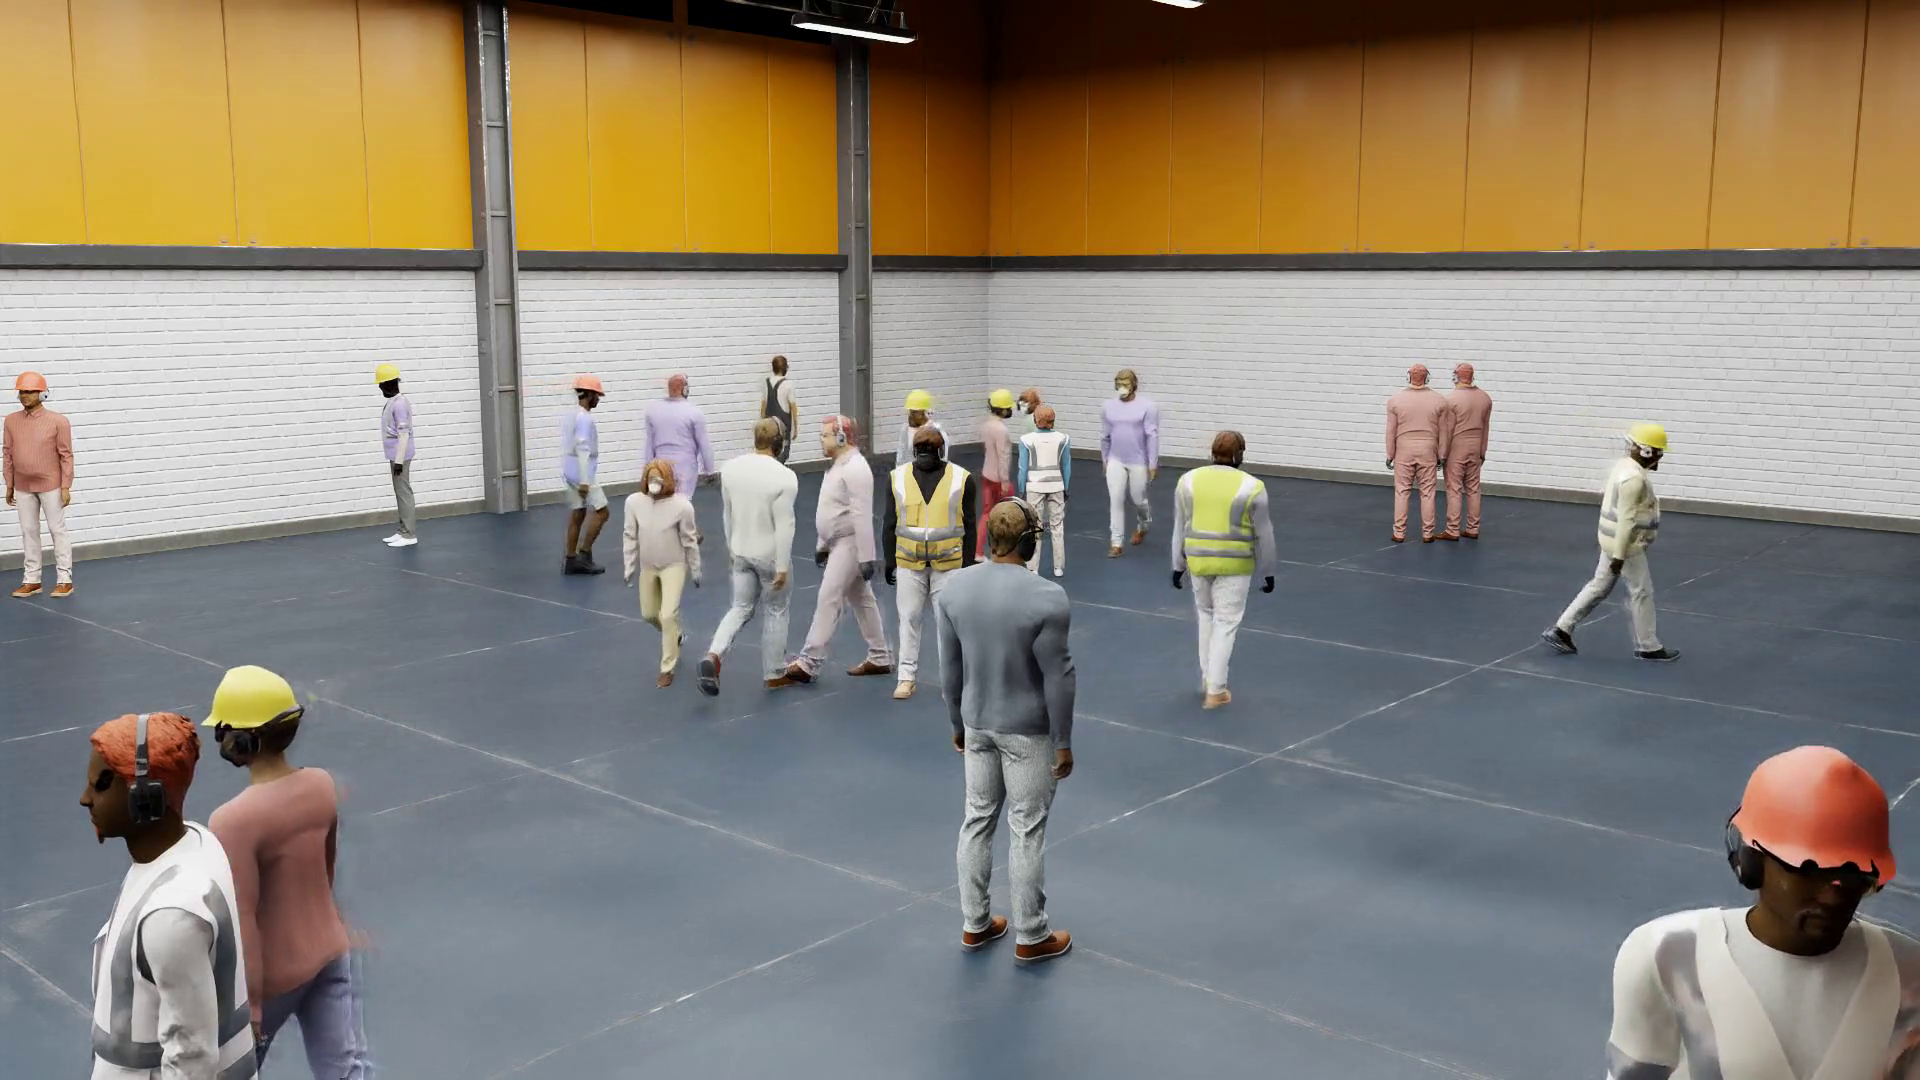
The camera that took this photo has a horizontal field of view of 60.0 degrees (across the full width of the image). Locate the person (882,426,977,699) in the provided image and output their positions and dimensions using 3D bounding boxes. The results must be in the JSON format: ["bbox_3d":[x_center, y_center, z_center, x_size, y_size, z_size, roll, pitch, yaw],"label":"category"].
[{"bbox_3d":[-0.207,0.154,11.119,0.637,1.840,0.429,1,9,4],"label":"person"}]

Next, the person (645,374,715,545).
[{"bbox_3d":[-2.743,-0.719,16.549,0.674,1.855,0.988,4,10,24],"label":"person"}]

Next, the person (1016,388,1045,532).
[{"bbox_3d":[0.795,-0.881,18.338,0.391,1.604,0.644,-1,9,-4],"label":"person"}]

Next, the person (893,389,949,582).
[{"bbox_3d":[-0.318,-0.521,15.516,0.616,1.799,0.805,9,13,43],"label":"person"}]

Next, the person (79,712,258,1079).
[{"bbox_3d":[-1.772,1.306,3.757,0.355,1.883,0.574,-4,10,-26],"label":"person"}]

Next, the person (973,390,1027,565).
[{"bbox_3d":[0.363,-0.600,16.200,0.594,1.733,0.587,-3,10,-20],"label":"person"}]

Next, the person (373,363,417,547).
[{"bbox_3d":[-5.905,-0.887,17.415,0.381,1.918,0.585,-4,10,-24],"label":"person"}]

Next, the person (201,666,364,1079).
[{"bbox_3d":[-2.038,1.212,4.775,0.837,1.729,0.553,3,9,16],"label":"person"}]

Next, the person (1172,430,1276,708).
[{"bbox_3d":[1.793,0.175,11.050,0.665,1.819,0.735,5,11,31],"label":"person"}]

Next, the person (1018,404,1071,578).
[{"bbox_3d":[0.789,-0.448,15.527,0.513,1.641,0.307,-2,9,-12],"label":"person"}]

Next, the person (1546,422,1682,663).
[{"bbox_3d":[4.818,0.015,12.214,0.905,1.788,0.639,2,9,12],"label":"person"}]

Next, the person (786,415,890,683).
[{"bbox_3d":[-0.906,0.068,11.581,0.950,1.862,0.683,-2,9,-14],"label":"person"}]

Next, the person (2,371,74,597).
[{"bbox_3d":[-8.118,-0.487,14.650,0.612,1.997,0.376,0,9,1],"label":"person"}]

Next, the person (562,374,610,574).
[{"bbox_3d":[-3.544,-0.609,15.708,0.500,1.904,0.582,-5,10,-27],"label":"person"}]

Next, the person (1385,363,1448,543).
[{"bbox_3d":[4.820,-0.911,17.599,0.643,1.909,0.410,2,9,9],"label":"person"}]

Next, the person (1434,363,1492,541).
[{"bbox_3d":[5.351,-0.940,17.791,0.651,1.904,0.403,-4,10,-26],"label":"person"}]

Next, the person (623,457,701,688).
[{"bbox_3d":[-2.037,0.190,11.621,0.506,1.600,0.623,2,9,14],"label":"person"}]

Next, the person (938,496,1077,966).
[{"bbox_3d":[0.206,0.783,6.865,0.635,1.939,0.367,6,11,35],"label":"person"}]

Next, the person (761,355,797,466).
[{"bbox_3d":[-2.363,-1.465,21.375,0.514,1.822,0.790,5,10,27],"label":"person"}]

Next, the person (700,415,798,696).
[{"bbox_3d":[-1.378,0.124,11.111,0.642,1.910,0.808,5,10,28],"label":"person"}]

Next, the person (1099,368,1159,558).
[{"bbox_3d":[1.743,-0.800,16.913,0.645,1.910,0.813,4,10,23],"label":"person"}]

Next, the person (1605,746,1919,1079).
[{"bbox_3d":[1.535,1.358,3.101,0.631,1.995,0.956,2,9,11],"label":"person"}]
